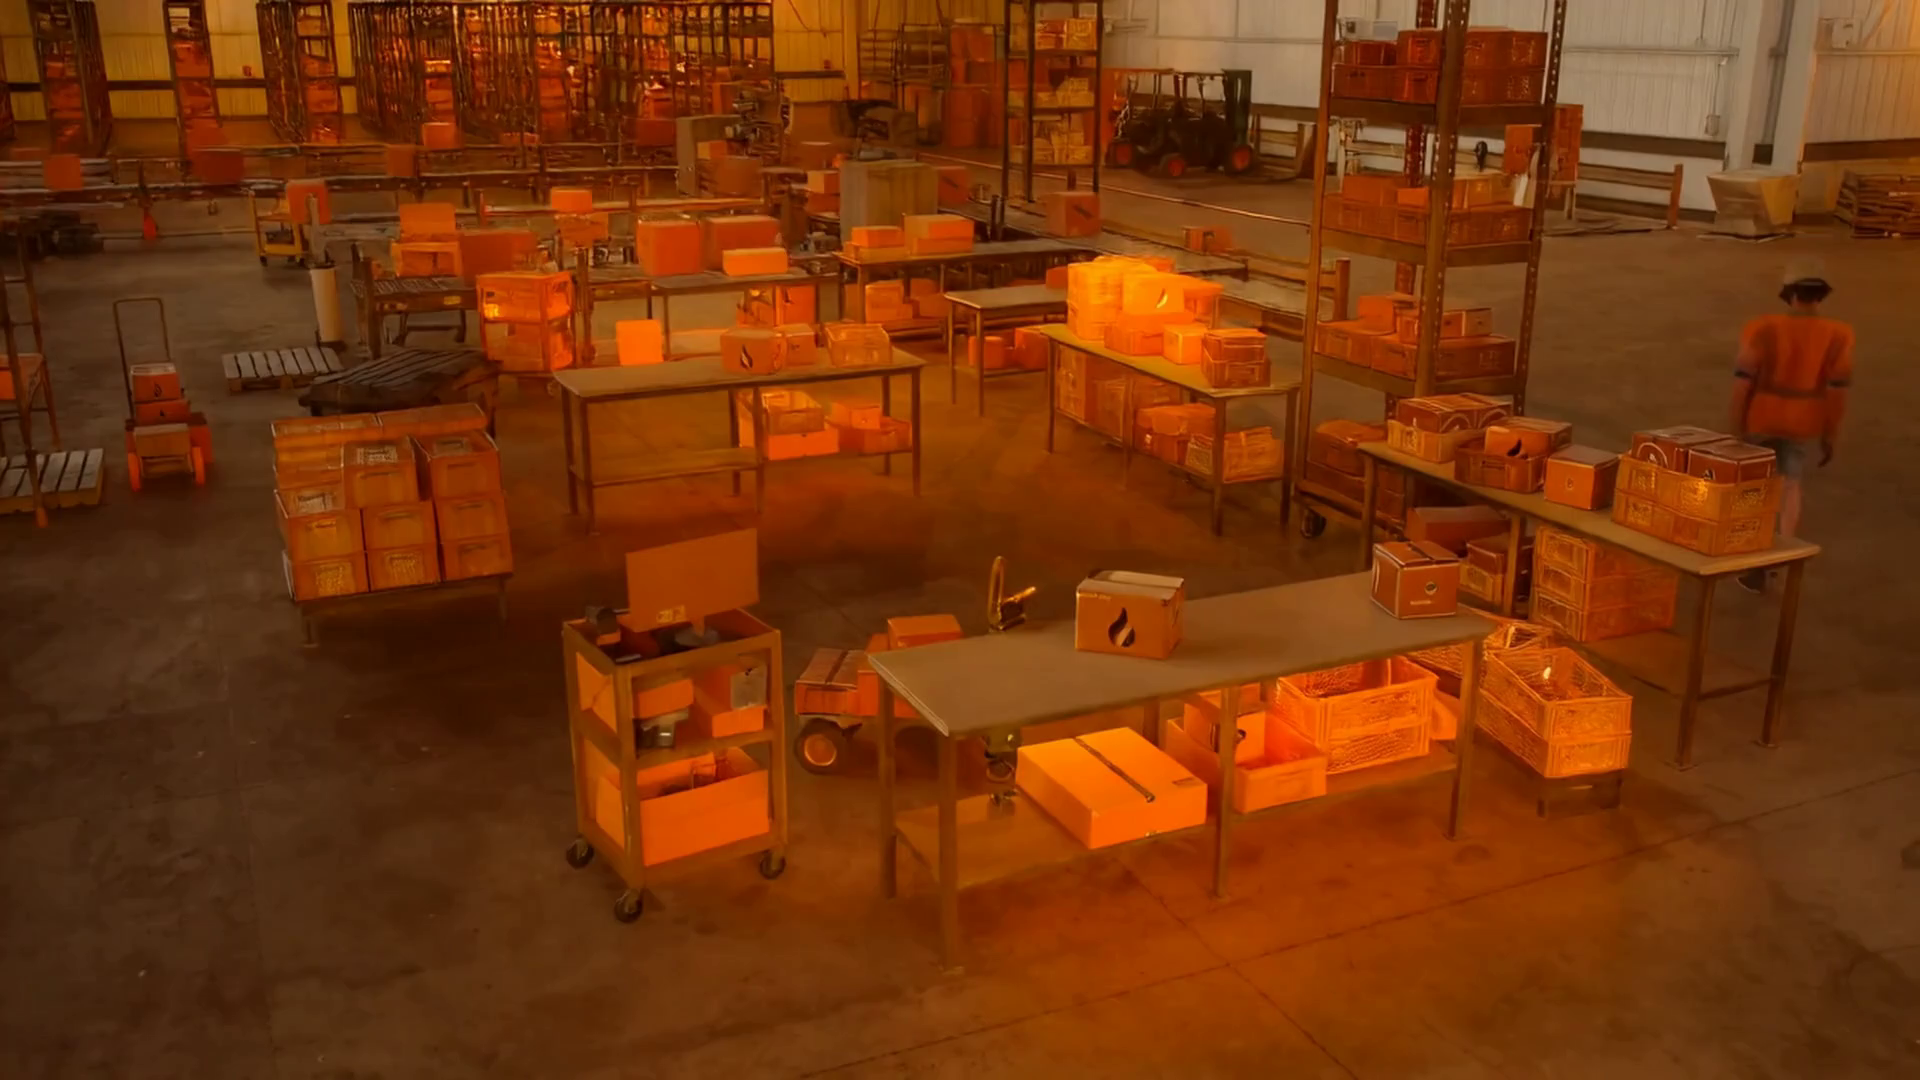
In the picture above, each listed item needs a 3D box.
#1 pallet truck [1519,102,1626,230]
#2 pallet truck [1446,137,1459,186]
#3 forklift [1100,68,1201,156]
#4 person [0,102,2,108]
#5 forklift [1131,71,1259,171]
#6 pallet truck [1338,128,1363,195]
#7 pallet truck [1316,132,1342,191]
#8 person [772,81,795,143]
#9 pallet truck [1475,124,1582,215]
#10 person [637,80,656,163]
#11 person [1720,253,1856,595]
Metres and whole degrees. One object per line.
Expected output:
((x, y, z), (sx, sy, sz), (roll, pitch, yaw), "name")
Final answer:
((9.972, -6.037, 26.785), (1.885, 1.965, 0.823), (-9, 20, -25), "pallet truck")
((9.184, -6.485, 29.328), (1.630, 1.274, 0.653), (-8, 19, -23), "pallet truck")
((4.082, -9.564, 37.410), (2.680, 1.987, 1.157), (-8, 19, -23), "forklift")
((-27.999, -12.819, 48.391), (0.390, 1.850, 0.565), (0, 18, 0), "person")
((4.998, -8.936, 35.413), (2.680, 1.987, 1.157), (-9, 20, -25), "forklift")
((7.845, -7.140, 31.411), (1.522, 1.261, 0.704), (-9, 20, -25), "pallet truck")
((7.723, -7.504, 32.656), (1.601, 1.201, 0.680), (-8, 19, -23), "pallet truck")
((-4.088, -9.666, 38.486), (0.600, 1.831, 0.404), (5, 18, 15), "person")
((9.707, -6.455, 28.103), (1.885, 1.965, 0.823), (-7, 19, -20), "pallet truck")
((-7.034, -9.343, 37.351), (0.409, 1.906, 0.648), (-6, 19, -18), "person")
((4.870, -0.678, 9.871), (0.622, 2.024, 0.557), (4, 18, 13), "person")
